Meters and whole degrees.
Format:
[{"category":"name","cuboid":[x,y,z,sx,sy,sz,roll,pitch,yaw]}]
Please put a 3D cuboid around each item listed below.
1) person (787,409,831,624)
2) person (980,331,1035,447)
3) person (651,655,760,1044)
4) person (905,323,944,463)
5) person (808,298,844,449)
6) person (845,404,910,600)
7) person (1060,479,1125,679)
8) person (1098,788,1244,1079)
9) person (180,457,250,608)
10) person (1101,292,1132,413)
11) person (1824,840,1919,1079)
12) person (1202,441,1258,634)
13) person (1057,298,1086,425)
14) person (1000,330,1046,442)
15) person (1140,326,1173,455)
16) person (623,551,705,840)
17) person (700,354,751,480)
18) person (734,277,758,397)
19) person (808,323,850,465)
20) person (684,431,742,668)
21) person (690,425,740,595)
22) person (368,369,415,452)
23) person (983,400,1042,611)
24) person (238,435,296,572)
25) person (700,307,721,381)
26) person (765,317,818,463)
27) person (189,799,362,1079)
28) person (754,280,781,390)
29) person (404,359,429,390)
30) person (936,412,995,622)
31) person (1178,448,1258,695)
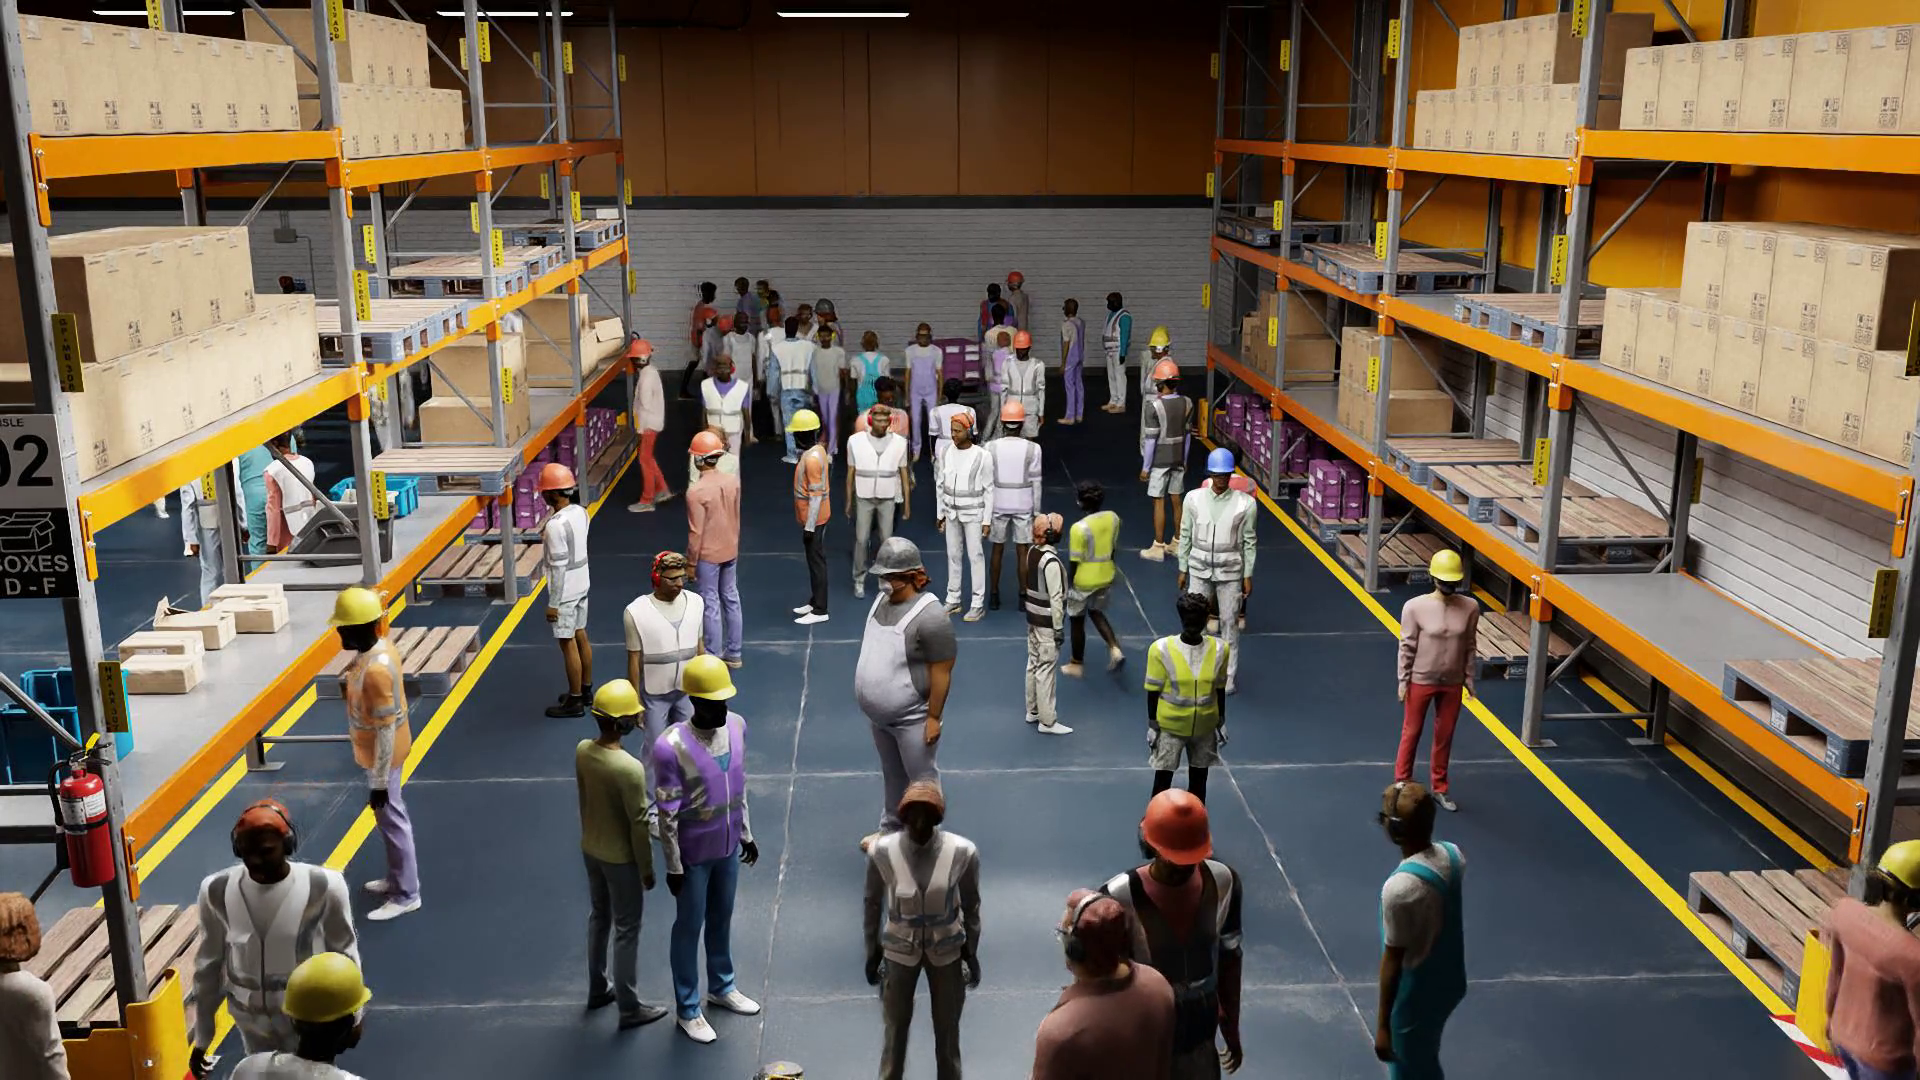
[{"category":"person","cuboid":[-1.332,-0.210,14.771,0.367,1.927,0.585,-1,14,-5]},{"category":"person","cuboid":[0.615,-2.047,22.671,0.547,1.599,0.774,12,19,40]},{"category":"person","cuboid":[-1.221,1.479,8.135,0.370,1.929,0.585,10,17,35]},{"category":"person","cuboid":[-0.465,-1.908,21.621,0.508,1.838,0.337,1,14,6]},{"category":"person","cuboid":[-1.859,-2.267,22.617,0.537,2.000,0.683,3,15,12]},{"category":"person","cuboid":[-0.782,-0.374,15.598,0.598,1.835,0.437,-3,15,-13]},{"category":"person","cuboid":[1.036,0.313,13.211,0.556,1.671,0.486,-12,19,-40]},{"category":"person","cuboid":[0.804,1.886,6.343,0.613,2.032,0.411,-4,15,-17]},{"category":"person","cuboid":[-6.426,-0.095,14.364,0.402,1.909,0.599,7,16,27]},{"category":"person","cuboid":[2.374,-2.865,25.396,0.429,1.831,0.635,-5,15,-19]},{"category":"person","cuboid":[3.619,1.986,6.489,0.386,1.754,0.559,-3,15,-11]},{"category":"person","cuboid":[2.330,-0.018,14.492,0.537,1.690,0.320,-4,15,-15]},{"category":"person","cuboid":[1.631,-2.608,24.345,0.351,1.846,0.507,12,19,39]},{"category":"person","cuboid":[0.753,-1.568,20.086,0.551,1.933,0.376,2,14,7]},{"category":"person","cuboid":[2.622,-1.967,22.059,0.494,1.729,0.324,11,18,36]},{"category":"person","cuboid":[-1.828,0.952,10.396,0.560,1.836,0.394,-13,19,-42]},{"category":"person","cuboid":[-2.650,-1.201,18.844,0.580,1.828,0.439,0,14,1]},{"category":"person","cuboid":[-3.436,-3.273,26.796,0.363,1.932,0.634,-1,14,-5]},{"category":"person","cuboid":[-1.701,-1.950,21.821,0.562,1.835,0.844,2,14,8]},{"category":"person","cuboid":[-1.993,0.111,13.373,0.379,1.996,0.608,9,17,31]},{"category":"person","cuboid":[-2.333,-0.317,15.842,0.498,1.599,0.803,-5,15,-19]},{"category":"person","cuboid":[-6.891,-1.475,20.019,0.704,1.785,0.758,2,14,9]},{"category":"person","cuboid":[0.473,-0.312,15.171,0.549,1.927,0.388,1,14,6]},{"category":"person","cuboid":[-6.471,-0.382,15.485,0.651,1.906,0.403,-9,17,-32]},{"category":"person","cuboid":[-3.575,-2.531,24.260,0.422,1.730,0.592,8,16,28]},{"category":"person","cuboid":[-2.195,-1.959,21.713,0.715,1.884,0.553,-6,15,-21]},{"category":"person","cuboid":[-2.686,1.930,6.487,0.596,1.863,0.671,0,14,0]},{"category":"person","cuboid":[-3.210,-3.395,27.552,0.603,1.795,0.776,11,18,38]},{"category":"person","cuboid":[-9.035,-3.394,27.384,0.574,1.876,0.355,-2,14,-9]},{"category":"person","cuboid":[0.032,-0.210,14.857,0.584,1.882,0.339,10,17,33]},{"category":"person","cuboid":[1.995,0.237,12.965,0.615,1.950,0.375,5,15,19]}]
